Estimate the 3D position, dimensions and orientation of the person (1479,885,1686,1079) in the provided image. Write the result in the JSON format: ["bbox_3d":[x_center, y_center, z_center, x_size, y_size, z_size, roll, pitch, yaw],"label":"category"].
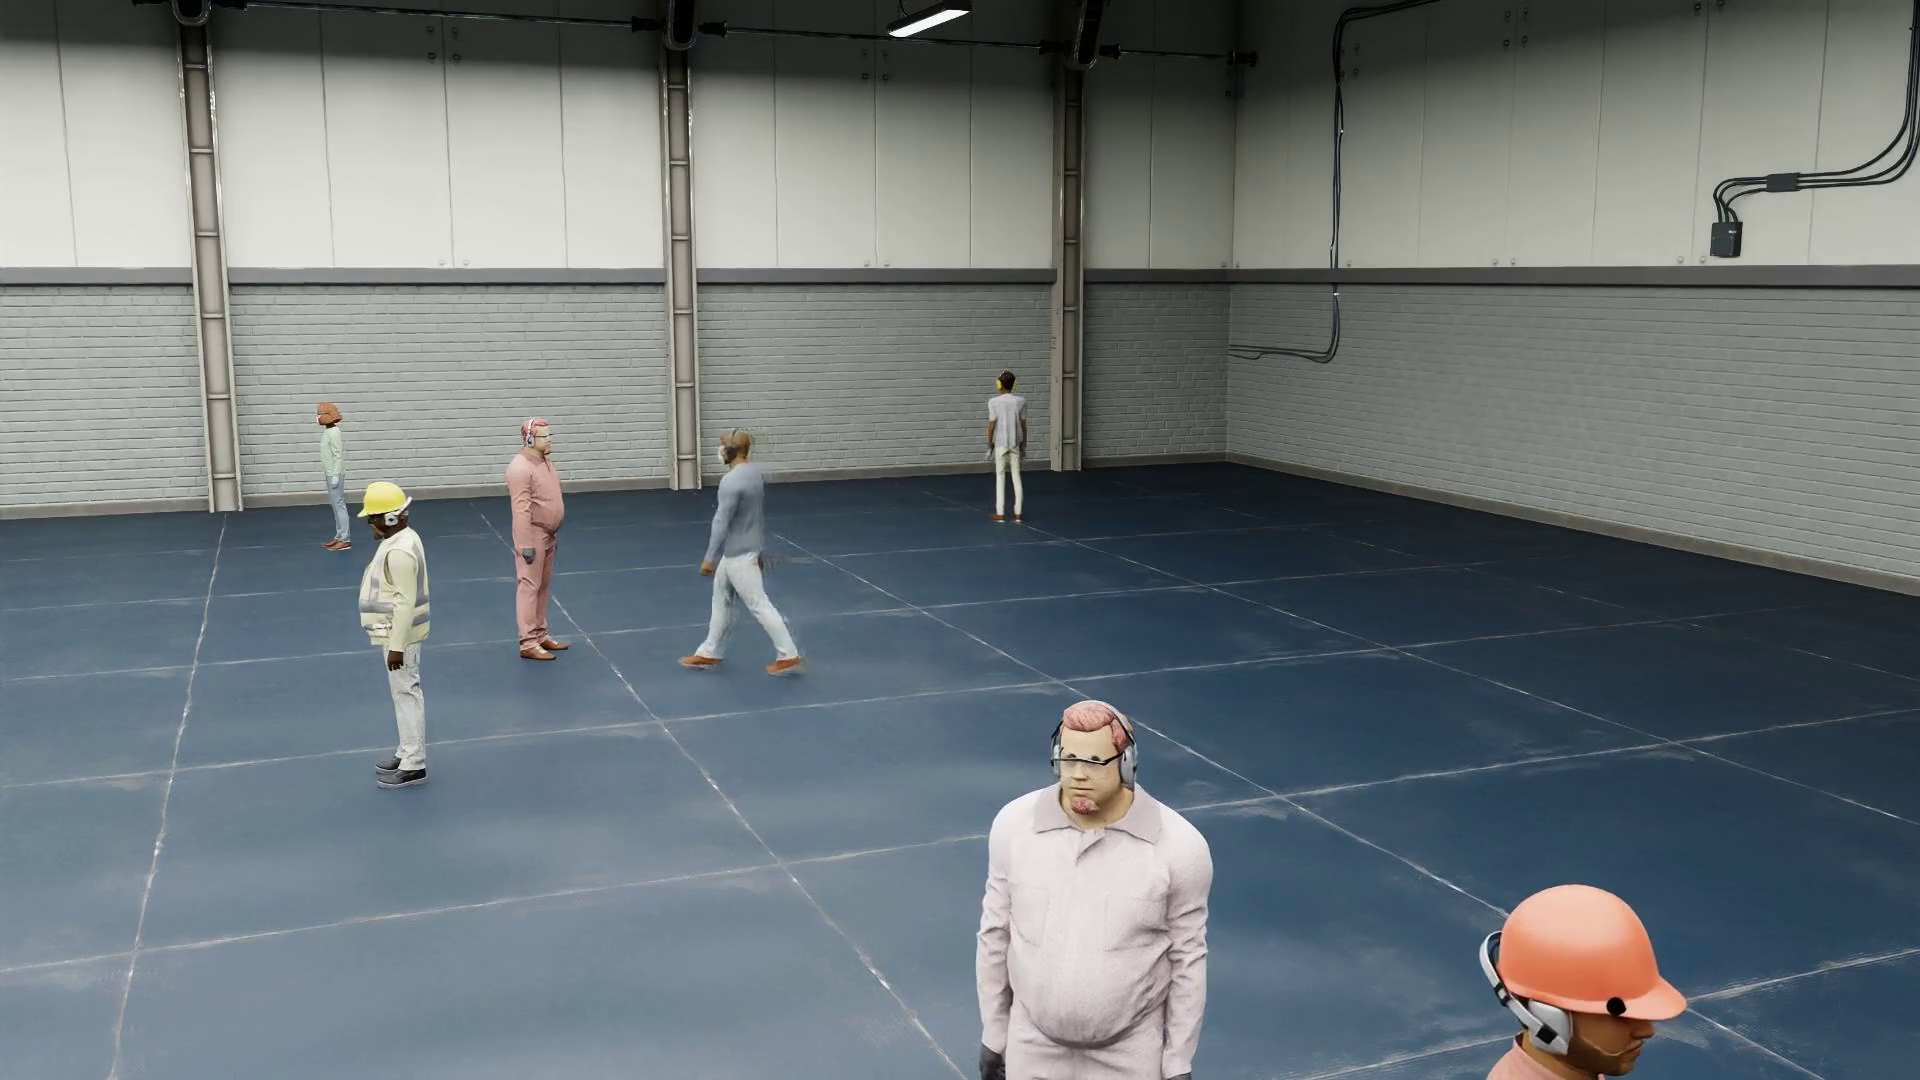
[{"bbox_3d":[1.040,1.574,2.979,0.377,1.995,0.608,5,10,30],"label":"person"}]

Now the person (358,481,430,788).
[{"bbox_3d":[-3.362,0.555,9.912,0.403,1.825,0.586,-3,10,-19],"label":"person"}]

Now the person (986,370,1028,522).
[{"bbox_3d":[0.581,-1.149,20.484,0.532,1.865,0.310,-2,9,-15],"label":"person"}]

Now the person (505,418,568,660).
[{"bbox_3d":[-3.343,-0.015,13.228,0.401,1.910,0.640,1,9,5],"label":"person"}]

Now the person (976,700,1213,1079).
[{"bbox_3d":[0.345,1.369,4.539,0.643,1.909,0.410,3,9,16],"label":"person"}]

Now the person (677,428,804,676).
[{"bbox_3d":[-1.652,0.092,12.612,1.014,1.897,0.630,1,9,6],"label":"person"}]

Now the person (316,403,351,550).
[{"bbox_3d":[-6.943,-0.704,18.413,0.267,1.632,0.507,-5,10,-28],"label":"person"}]
